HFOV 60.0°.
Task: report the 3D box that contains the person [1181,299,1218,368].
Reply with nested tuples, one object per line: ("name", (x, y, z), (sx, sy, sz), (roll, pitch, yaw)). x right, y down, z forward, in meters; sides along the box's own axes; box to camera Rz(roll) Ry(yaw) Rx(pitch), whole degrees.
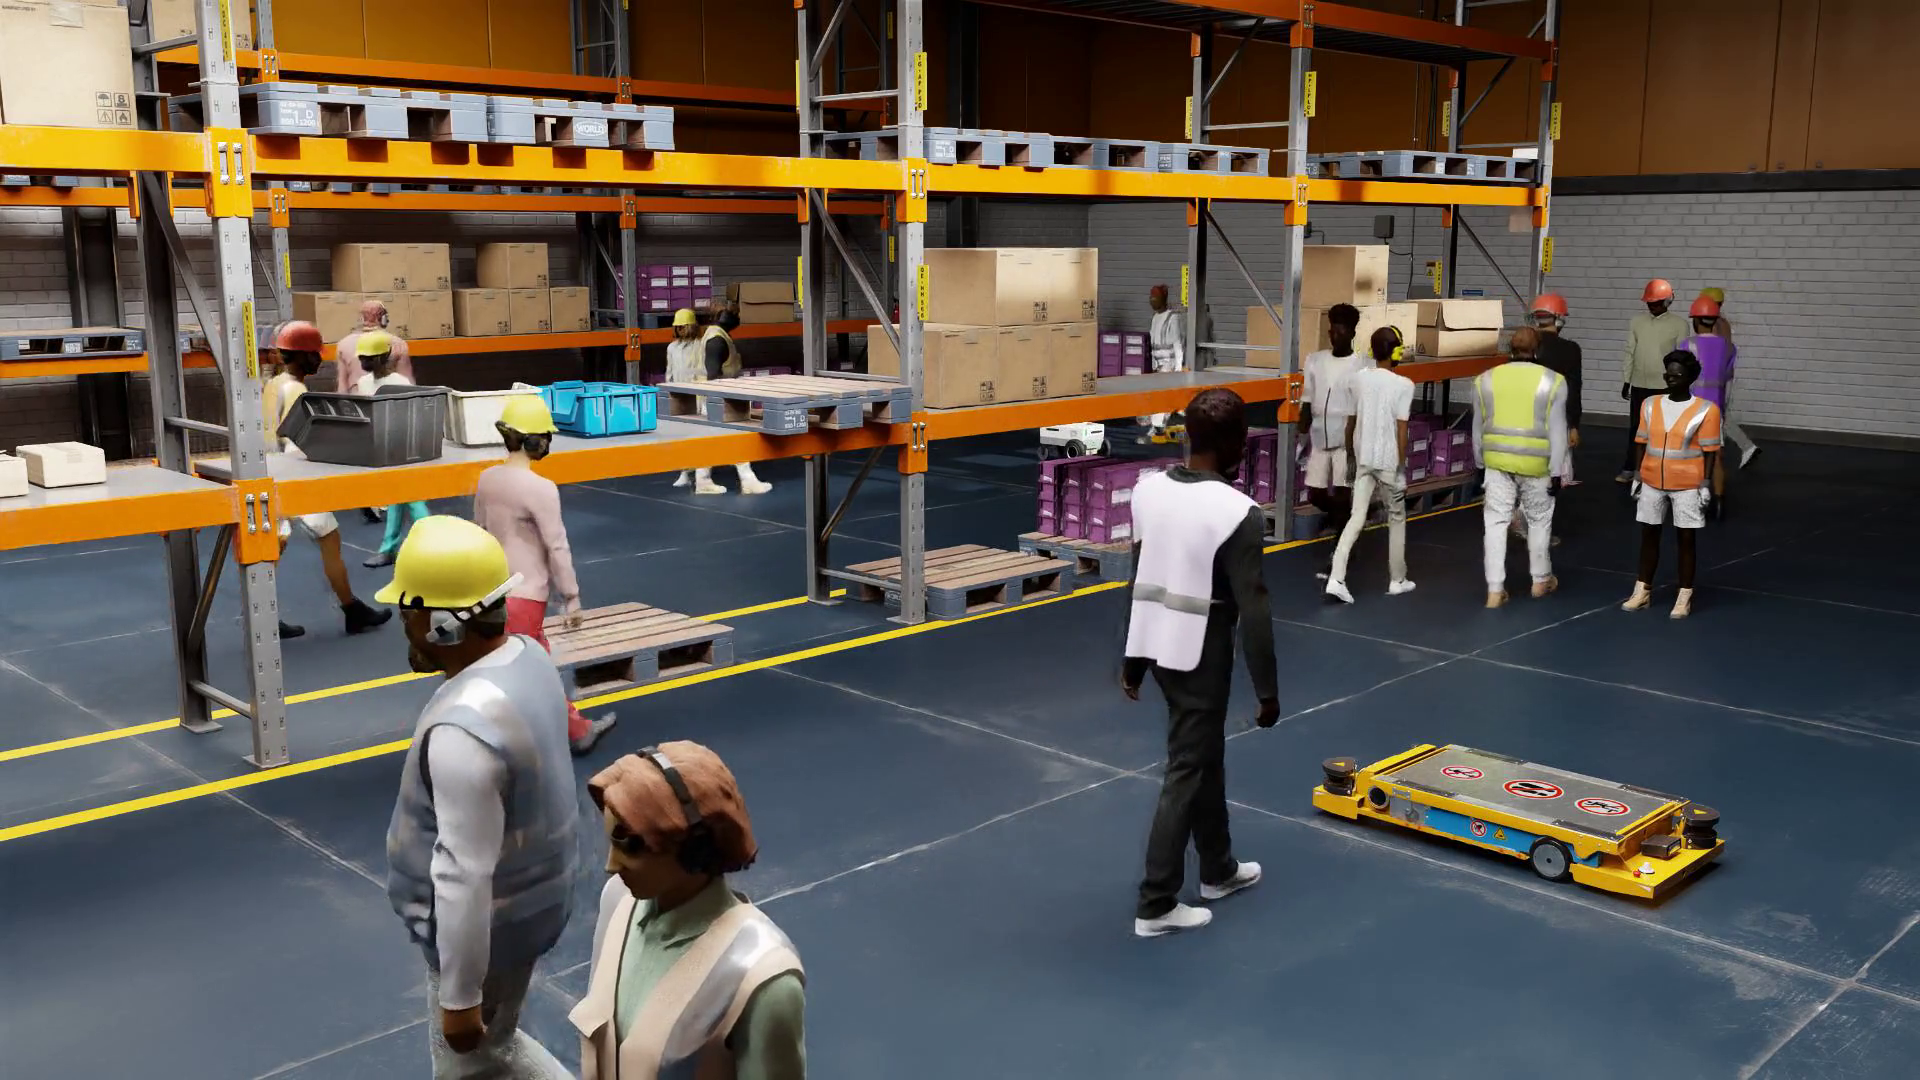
("person", (3.155, -2.418, 21.990), (0.509, 1.616, 0.358), (-7, 13, -34))

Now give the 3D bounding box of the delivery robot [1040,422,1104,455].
("delivery robot", (1.188, -1.151, 17.718), (0.477, 0.478, 0.707), (-10, 14, -44))

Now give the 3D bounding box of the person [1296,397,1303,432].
("person", (3.607, -1.626, 16.561), (0.831, 2.013, 0.629), (-8, 13, -38))

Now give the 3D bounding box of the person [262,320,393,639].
("person", (-3.886, -0.355, 9.970), (0.892, 1.894, 0.556), (-9, 14, -42))

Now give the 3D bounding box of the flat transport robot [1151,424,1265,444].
("flat transport robot", (2.933, -1.176, 18.884), (0.652, 0.197, 1.431), (-10, 15, -44))

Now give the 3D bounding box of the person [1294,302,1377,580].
("person", (2.720, -0.713, 11.788), (0.627, 1.944, 0.657), (10, 14, 43))

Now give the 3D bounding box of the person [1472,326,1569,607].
("person", (3.709, -0.494, 10.957), (0.648, 1.805, 0.861), (7, 13, 34))

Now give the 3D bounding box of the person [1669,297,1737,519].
("person", (6.372, -1.141, 14.311), (0.568, 1.883, 1.014), (-1, 10, -5))

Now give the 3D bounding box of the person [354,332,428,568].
("person", (-4.198, -0.681, 12.283), (0.544, 1.708, 0.762), (7, 13, 34))

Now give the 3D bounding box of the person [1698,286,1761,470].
("person", (7.793, -1.656, 17.091), (0.870, 1.897, 0.597), (9, 14, 40))

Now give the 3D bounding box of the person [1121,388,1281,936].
("person", (0.914, 0.416, 5.796), (0.827, 1.885, 0.607), (-6, 12, -30))

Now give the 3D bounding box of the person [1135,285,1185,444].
("person", (2.469, -2.039, 19.318), (0.869, 1.853, 0.626), (-4, 11, -19))

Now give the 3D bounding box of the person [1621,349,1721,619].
("person", (4.497, -0.353, 10.504), (0.321, 1.697, 0.530), (-10, 14, -43))

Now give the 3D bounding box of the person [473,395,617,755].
("person", (-1.861, 0.223, 7.306), (0.538, 1.709, 0.933), (9, 14, 41))

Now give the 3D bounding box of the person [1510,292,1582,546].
("person", (4.412, -0.889, 12.656), (0.619, 1.978, 0.622), (-6, 12, -31))

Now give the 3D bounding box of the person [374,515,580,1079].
("person", (-1.008, 0.836, 3.688), (0.499, 1.817, 0.618), (0, 10, 0))

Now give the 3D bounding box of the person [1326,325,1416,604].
("person", (2.721, -0.497, 10.947), (0.534, 1.831, 0.941), (10, 14, 43))

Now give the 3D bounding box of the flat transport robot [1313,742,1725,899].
("flat transport robot", (2.201, 1.069, 6.644), (0.652, 0.197, 1.431), (-10, 14, -44))

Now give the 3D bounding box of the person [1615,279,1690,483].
("person", (6.683, -1.514, 16.055), (0.398, 1.984, 0.609), (-10, 14, -43))

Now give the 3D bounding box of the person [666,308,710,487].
("person", (-2.611, -1.412, 16.250), (0.493, 1.714, 0.834), (5, 11, 24))

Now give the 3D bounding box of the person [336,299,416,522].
("person", (-4.978, -1.108, 14.177), (0.658, 1.872, 0.936), (2, 11, 9))

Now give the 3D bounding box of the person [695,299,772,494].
("person", (-2.112, -1.321, 15.474), (0.826, 1.807, 0.626), (-2, 11, -12))

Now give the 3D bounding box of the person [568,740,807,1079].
("person", (-0.431, 1.107, 2.703), (0.313, 1.639, 0.513), (-10, 14, -43))
